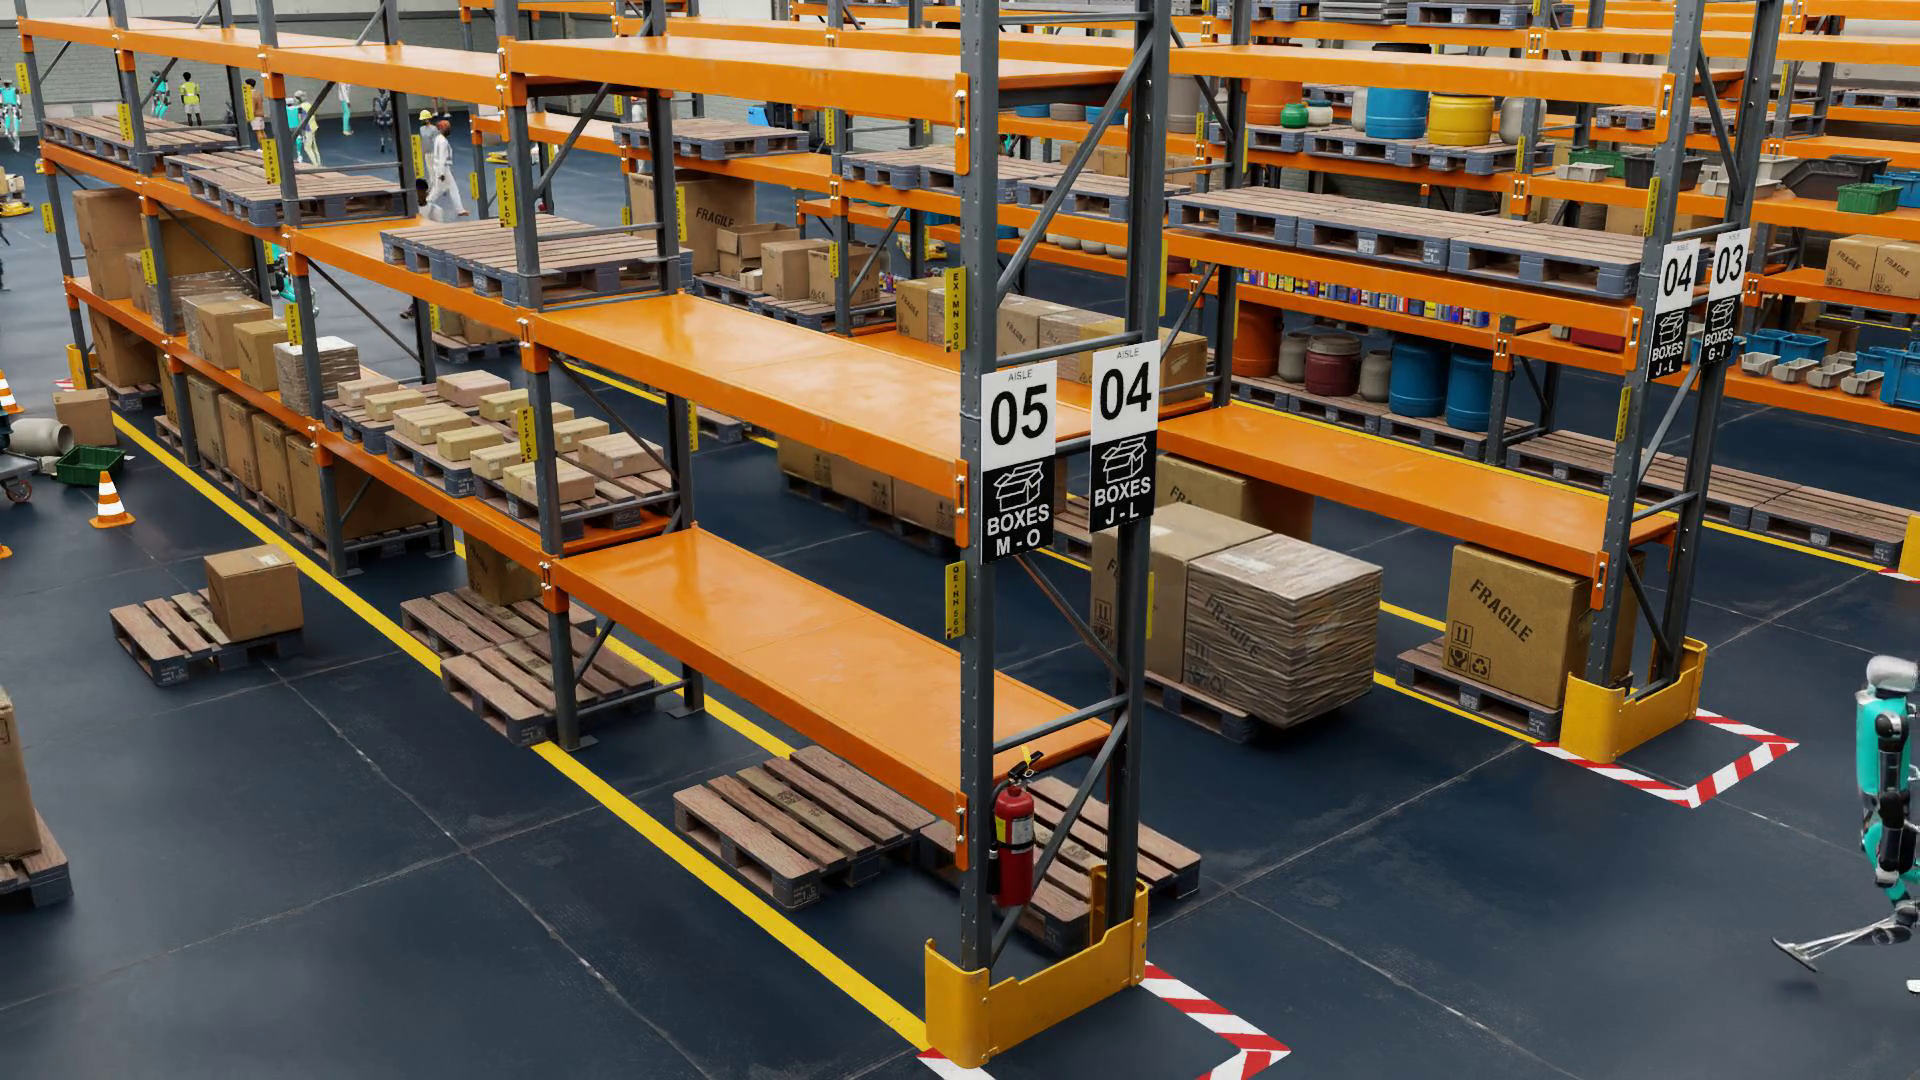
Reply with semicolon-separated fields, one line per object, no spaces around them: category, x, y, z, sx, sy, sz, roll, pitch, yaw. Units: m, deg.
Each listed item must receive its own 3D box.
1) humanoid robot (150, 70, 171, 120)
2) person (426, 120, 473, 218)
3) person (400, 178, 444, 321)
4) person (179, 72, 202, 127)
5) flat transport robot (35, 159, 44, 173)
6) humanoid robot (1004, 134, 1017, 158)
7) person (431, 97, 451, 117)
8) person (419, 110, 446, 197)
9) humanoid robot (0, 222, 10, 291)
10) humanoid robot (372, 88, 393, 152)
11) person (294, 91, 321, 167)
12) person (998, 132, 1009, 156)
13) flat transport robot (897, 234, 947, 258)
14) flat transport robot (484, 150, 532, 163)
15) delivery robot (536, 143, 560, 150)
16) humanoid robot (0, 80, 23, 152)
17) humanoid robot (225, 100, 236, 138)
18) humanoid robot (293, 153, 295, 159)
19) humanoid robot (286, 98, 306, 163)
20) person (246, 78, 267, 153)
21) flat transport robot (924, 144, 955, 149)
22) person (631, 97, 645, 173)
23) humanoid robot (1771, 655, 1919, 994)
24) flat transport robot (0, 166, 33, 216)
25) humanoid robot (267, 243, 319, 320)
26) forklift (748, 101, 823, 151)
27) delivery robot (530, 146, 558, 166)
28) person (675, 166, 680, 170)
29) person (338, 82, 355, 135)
humanoid robot;-22.348;-12.162;46.342;0.539;1.806;0.664;5;20;13
person;-9.872;-7.028;31.583;0.955;1.838;0.627;-9;21;-24
person;-7.325;-3.968;22.746;0.622;1.908;0.986;8;21;22
person;-21.640;-12.304;46.813;0.528;1.689;0.321;-13;23;-33
flat transport robot;-21.157;-8.722;38.758;0.659;0.231;1.431;-10;21;-25
humanoid robot;0.629;-7.232;32.346;0.921;1.788;0.551;-15;24;-36
person;-16.182;-14.044;51.516;0.597;1.866;0.383;-2;19;-4
person;-10.983;-8.023;34.526;0.524;1.755;0.354;10;22;27
humanoid robot;-14.449;-4.501;24.631;0.380;1.647;0.601;10;22;26
humanoid robot;-14.622;-10.711;42.289;0.612;1.644;0.401;-3;20;-8
person;-15.012;-9.416;38.342;0.422;1.858;0.718;-3;20;-9
person;0.767;-6.928;31.411;0.447;1.750;0.582;7;21;20
flat transport robot;-0.653;-4.949;28.020;0.659;0.231;1.431;-3;20;-9
flat transport robot;-10.871;-9.379;40.630;0.659;0.231;1.431;11;22;28
delivery robot;-10.659;-10.307;42.791;0.499;0.564;0.737;-12;23;-31
humanoid robot;-24.303;-10.772;42.553;0.539;1.901;0.753;-5;20;-14
humanoid robot;-16.877;-9.420;38.714;0.793;1.629;0.607;3;20;8
humanoid robot;-14.327;-8.249;35.296;0.458;1.641;0.613;-2;19;-5
humanoid robot;-15.130;-9.115;37.683;0.545;1.765;0.908;-11;22;-29
person;-17.788;-10.728;42.073;0.400;1.856;0.791;0;19;-1
flat transport robot;-0.557;-7.538;35.389;0.659;0.231;1.431;-8;21;-21
person;-7.290;-9.138;37.497;0.373;1.892;0.573;-2;19;-6
humanoid robot;4.476;1.400;7.748;1.056;1.727;0.545;6;20;17
flat transport robot;-18.836;-6.416;32.195;1.431;0.231;0.659;0;19;1
humanoid robot;-8.367;-3.262;20.868;0.717;1.710;0.530;-2;19;-6
forklift;-4.526;-11.368;42.374;1.129;2.768;1.873;-15;24;-37
delivery robot;-9.941;-9.259;39.839;0.499;0.583;0.767;7;21;20
person;-5.712;-7.519;33.159;0.816;1.704;0.493;3;20;10
person;-17.166;-12.290;46.507;0.340;1.881;0.675;-4;20;-10
